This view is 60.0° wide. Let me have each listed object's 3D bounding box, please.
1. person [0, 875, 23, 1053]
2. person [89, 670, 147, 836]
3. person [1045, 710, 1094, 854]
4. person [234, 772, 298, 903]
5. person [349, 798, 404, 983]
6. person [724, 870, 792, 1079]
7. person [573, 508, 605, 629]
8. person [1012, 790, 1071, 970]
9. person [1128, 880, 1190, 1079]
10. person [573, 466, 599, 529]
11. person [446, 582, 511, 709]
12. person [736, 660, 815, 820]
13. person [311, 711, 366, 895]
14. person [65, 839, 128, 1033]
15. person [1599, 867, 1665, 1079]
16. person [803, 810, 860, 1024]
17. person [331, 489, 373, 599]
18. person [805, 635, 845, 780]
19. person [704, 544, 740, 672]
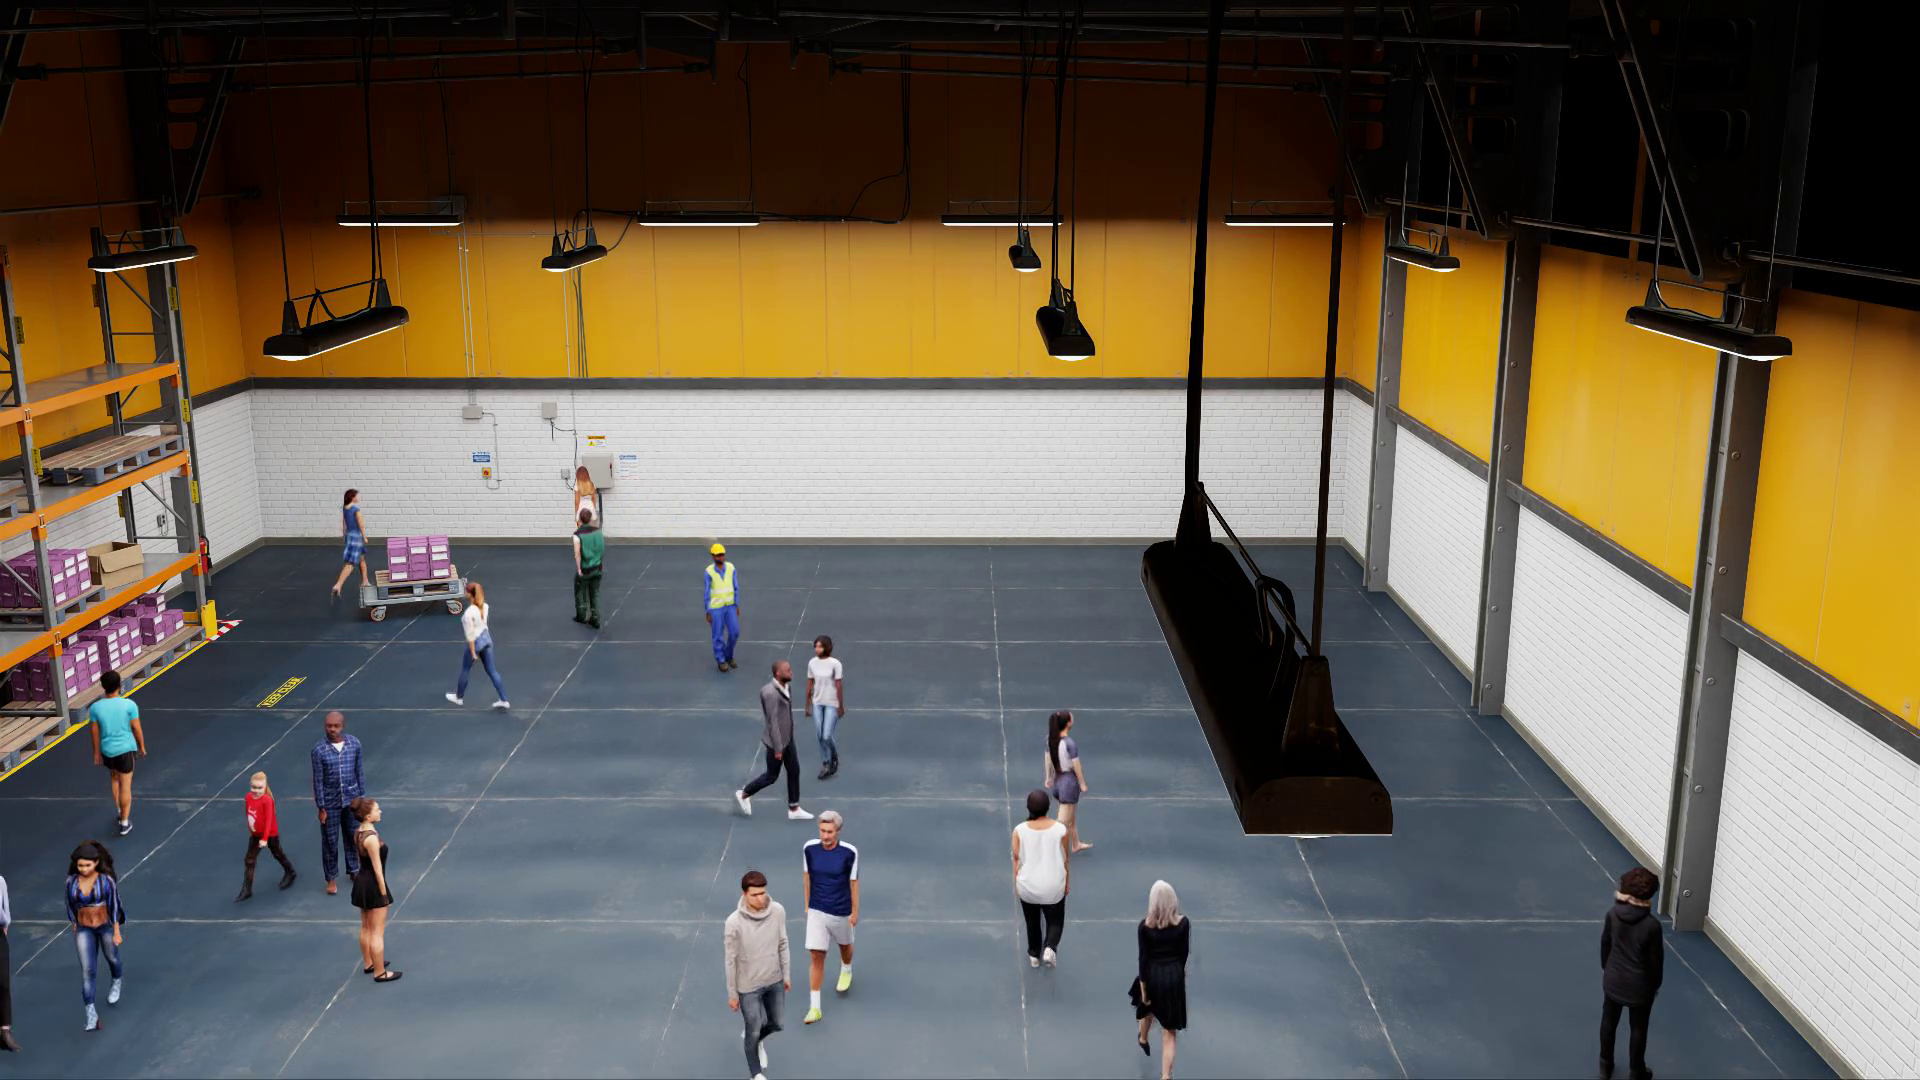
[{"bbox_3d":[-7.993,3.291,13.519,1.165,1.697,1.209,-13,19,-43],"label":"person"},{"bbox_3d":[-8.912,2.274,17.587,0.712,1.758,0.766,-4,14,-15],"label":"person"},{"bbox_3d":[1.011,2.540,16.791,0.987,1.616,1.043,-8,16,-31],"label":"person"},{"bbox_3d":[-6.754,2.860,16.250,0.668,1.248,0.959,5,14,18],"label":"person"},{"bbox_3d":[-5.163,3.044,14.587,0.742,1.672,0.667,-10,17,-36],"label":"person"},{"bbox_3d":[-1.591,3.374,12.865,0.903,1.843,0.992,-8,16,-30],"label":"person"},{"bbox_3d":[-5.554,0.434,25.047,0.867,1.824,0.938,-10,17,-36],"label":"person"},{"bbox_3d":[0.715,3.023,14.664,0.714,1.677,0.778,2,14,7],"label":"person"},{"bbox_3d":[1.573,3.483,12.708,0.621,1.704,1.134,-1,14,-2],"label":"person"},{"bbox_3d":[-6.525,-0.455,28.987,0.675,1.696,0.723,-11,17,-37],"label":"person"},{"bbox_3d":[-6.112,1.399,21.389,1.021,1.670,1.168,7,15,26],"label":"person"},{"bbox_3d":[-2.048,2.171,17.950,1.011,1.787,1.147,5,14,19],"label":"person"},{"bbox_3d":[-6.112,2.540,16.360,0.765,1.818,0.810,-11,18,-39],"label":"person"},{"bbox_3d":[-7.206,3.256,13.941,0.797,1.566,1.137,-3,14,-13],"label":"person"},{"bbox_3d":[5.206,3.394,12.922,0.729,1.777,0.776,11,18,39],"label":"person"},{"bbox_3d":[-1.061,3.106,14.099,0.754,1.783,1.210,2,14,8],"label":"person"},{"bbox_3d":[-9.732,0.097,26.562,1.108,1.765,1.193,11,18,39],"label":"person"},{"bbox_3d":[-1.512,1.910,19.194,0.709,1.709,0.747,6,15,23],"label":"person"},{"bbox_3d":[-3.330,0.917,23.095,0.796,1.804,0.800,-7,15,-27],"label":"person"}]
